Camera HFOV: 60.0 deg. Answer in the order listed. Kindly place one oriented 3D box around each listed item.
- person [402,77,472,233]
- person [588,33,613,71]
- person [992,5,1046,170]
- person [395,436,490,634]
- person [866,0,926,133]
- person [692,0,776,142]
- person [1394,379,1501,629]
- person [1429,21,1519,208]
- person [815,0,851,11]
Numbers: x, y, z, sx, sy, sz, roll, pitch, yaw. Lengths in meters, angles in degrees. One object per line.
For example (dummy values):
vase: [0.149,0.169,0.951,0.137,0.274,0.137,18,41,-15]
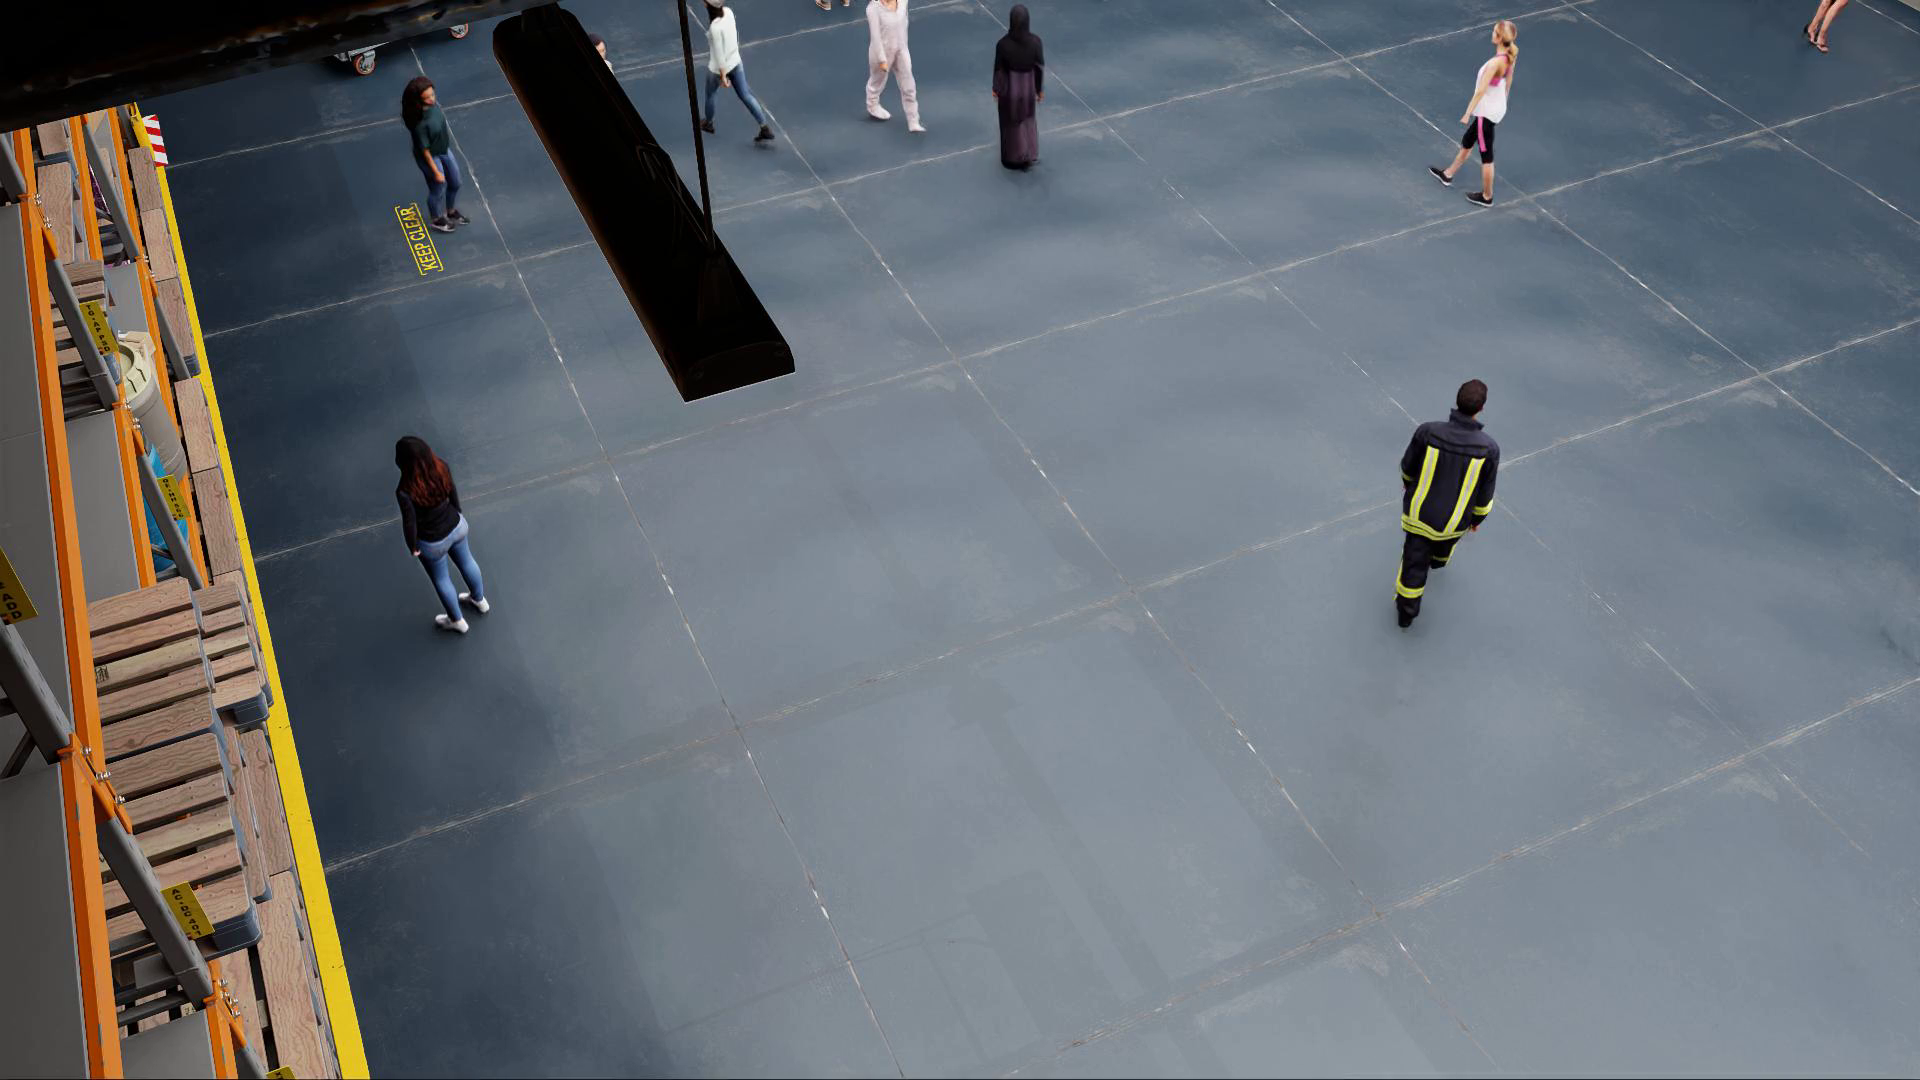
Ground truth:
person: [-4.710,-3.407,14.748,0.807,1.582,0.733,-2,44,-2]
person: [-3.192,-3.703,14.917,0.847,1.777,0.801,21,48,21]
person: [0.546,-4.180,15.544,0.739,1.603,0.834,-8,44,-9]
person: [-3.503,-0.057,11.198,0.726,1.630,0.711,25,49,24]
person: [-0.748,-4.766,16.134,0.793,1.639,1.116,-30,51,-28]
person: [-2.157,-4.515,15.897,1.183,1.602,1.059,18,47,18]
person: [3.203,-0.191,11.162,1.268,1.873,1.304,17,46,17]
person: [4.861,-3.806,15.033,1.055,1.767,0.876,30,51,28]
person: [-1.414,-6.705,17.953,0.665,1.938,0.580,-15,46,-15]
